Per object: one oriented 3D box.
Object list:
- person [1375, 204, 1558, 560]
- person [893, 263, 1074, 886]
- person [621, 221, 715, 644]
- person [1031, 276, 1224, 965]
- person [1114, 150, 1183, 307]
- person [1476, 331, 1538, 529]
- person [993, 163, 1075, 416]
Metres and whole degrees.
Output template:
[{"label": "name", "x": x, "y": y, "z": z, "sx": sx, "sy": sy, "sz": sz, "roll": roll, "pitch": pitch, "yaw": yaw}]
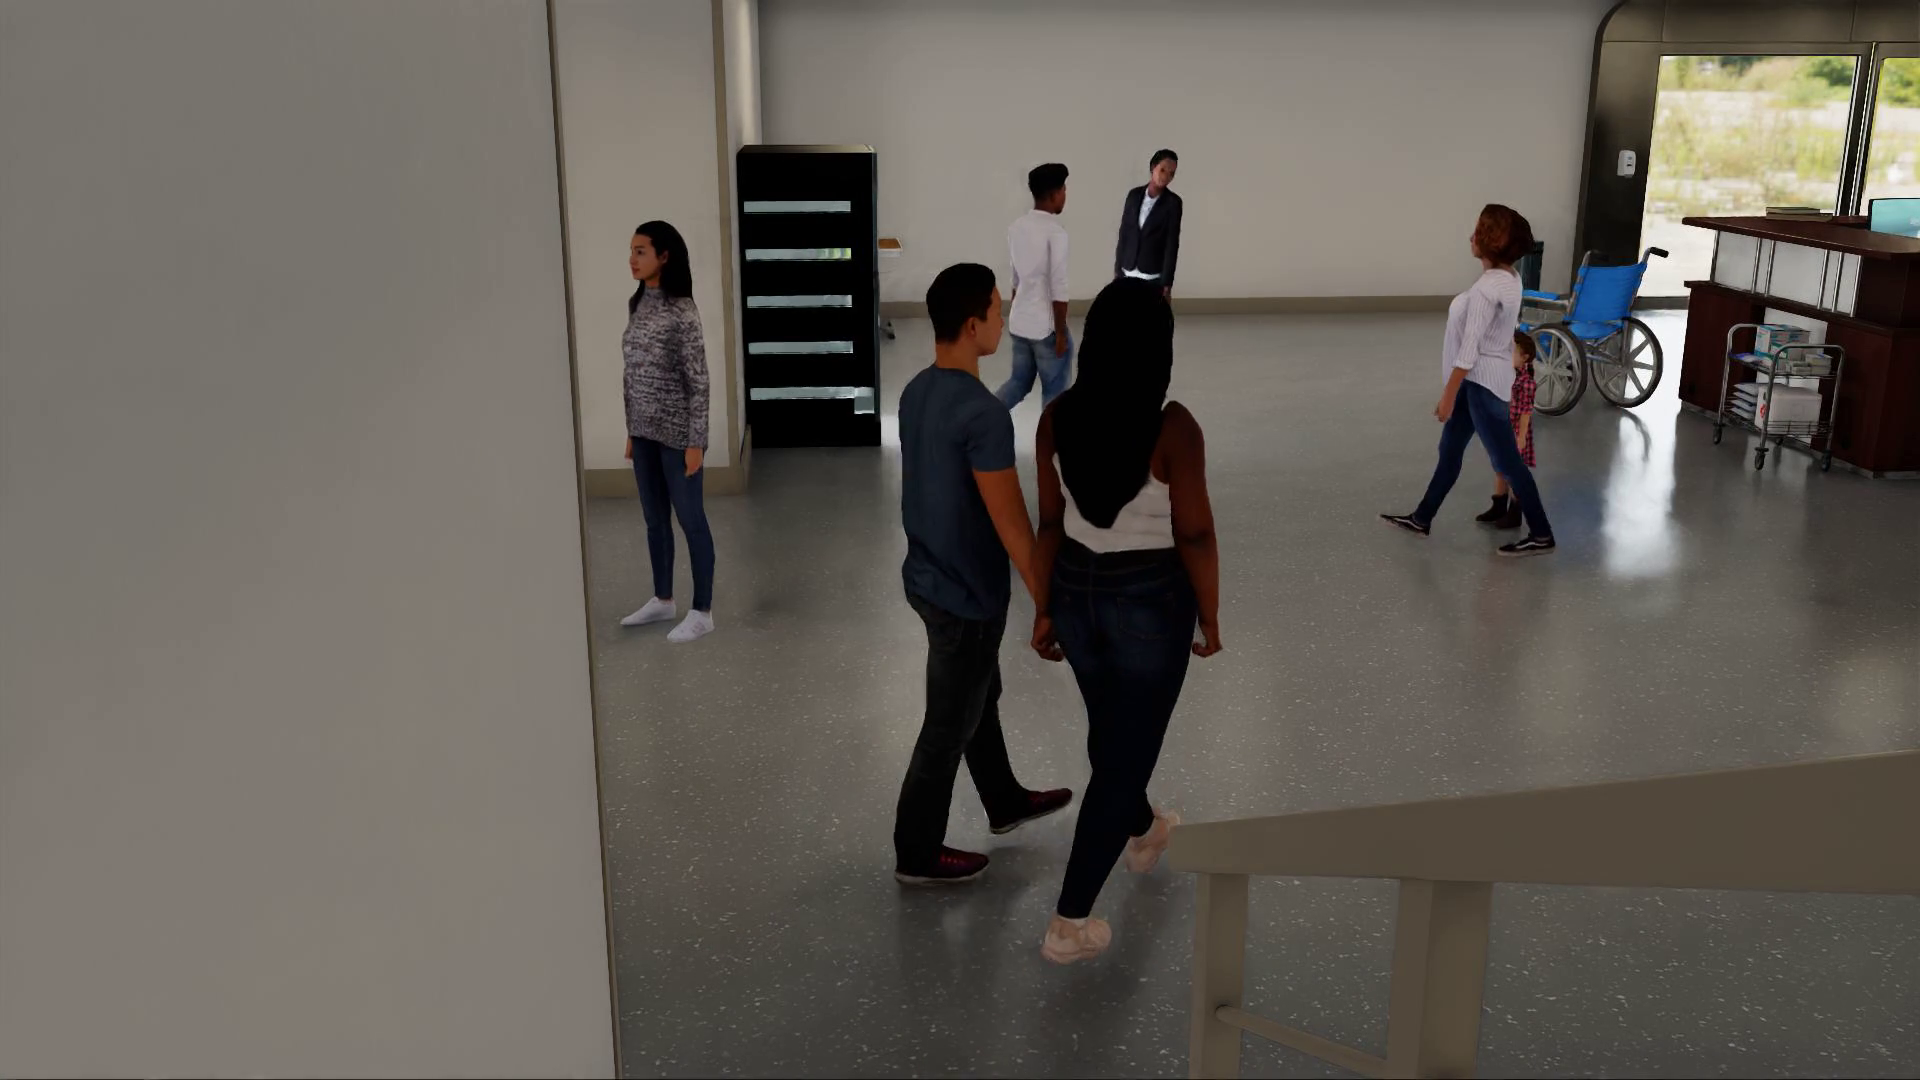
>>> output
[{"label": "person", "x": 2.608, "y": -0.722, "z": 7.962, "sx": 1.098, "sy": 1.678, "sz": 1.157, "roll": 8, "pitch": 18, "yaw": 27}, {"label": "person", "x": -0.072, "y": 0.143, "z": 4.683, "sx": 0.884, "sy": 1.792, "sz": 0.912, "roll": -6, "pitch": 17, "yaw": -22}, {"label": "person", "x": -1.205, "y": -0.455, "z": 6.914, "sx": 0.671, "sy": 1.732, "sz": 0.745, "roll": 14, "pitch": 21, "yaw": 41}, {"label": "person", "x": 0.384, "y": 0.249, "z": 4.360, "sx": 1.135, "sy": 1.763, "sz": 1.205, "roll": 12, "pitch": 20, "yaw": 37}, {"label": "person", "x": 1.219, "y": -1.678, "z": 11.131, "sx": 0.769, "sy": 1.797, "sz": 0.785, "roll": 15, "pitch": 22, "yaw": 43}, {"label": "person", "x": 2.881, "y": -0.581, "z": 8.669, "sx": 0.533, "sy": 1.022, "sz": 0.446, "roll": -7, "pitch": 17, "yaw": -22}, {"label": "person", "x": 0.393, "y": -1.261, "z": 9.663, "sx": 1.055, "sy": 1.792, "sz": 1.070, "roll": -13, "pitch": 20, "yaw": -39}]
